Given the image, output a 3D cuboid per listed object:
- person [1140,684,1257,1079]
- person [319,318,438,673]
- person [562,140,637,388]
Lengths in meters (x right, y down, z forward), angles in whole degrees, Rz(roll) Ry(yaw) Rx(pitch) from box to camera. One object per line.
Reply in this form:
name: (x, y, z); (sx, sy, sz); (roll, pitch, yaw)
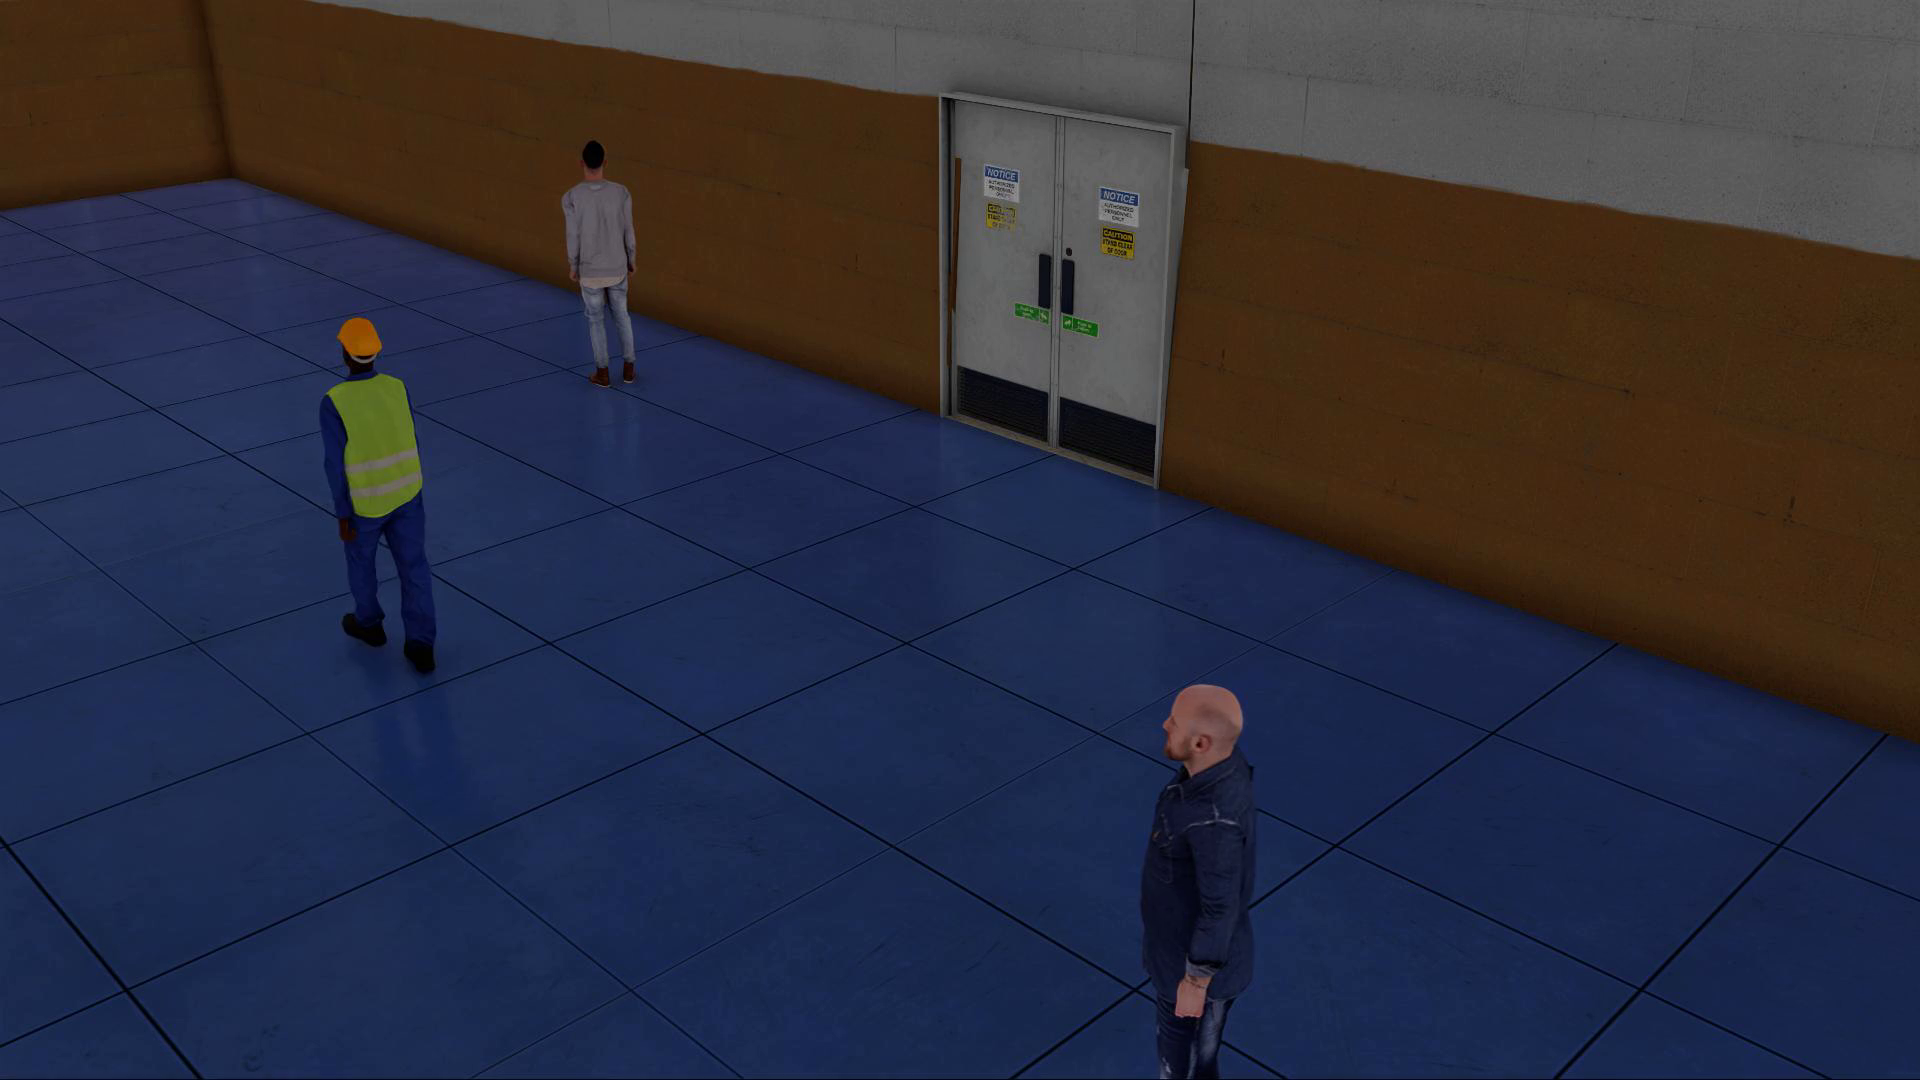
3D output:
person: (0.688, 1.237, 4.924); (0.860, 1.825, 0.761); (3, 24, 6)
person: (-2.821, -0.178, 8.202); (0.885, 1.789, 0.767); (-20, 30, -38)
person: (-2.676, -2.064, 12.450); (0.628, 1.840, 0.806); (-11, 26, -24)
